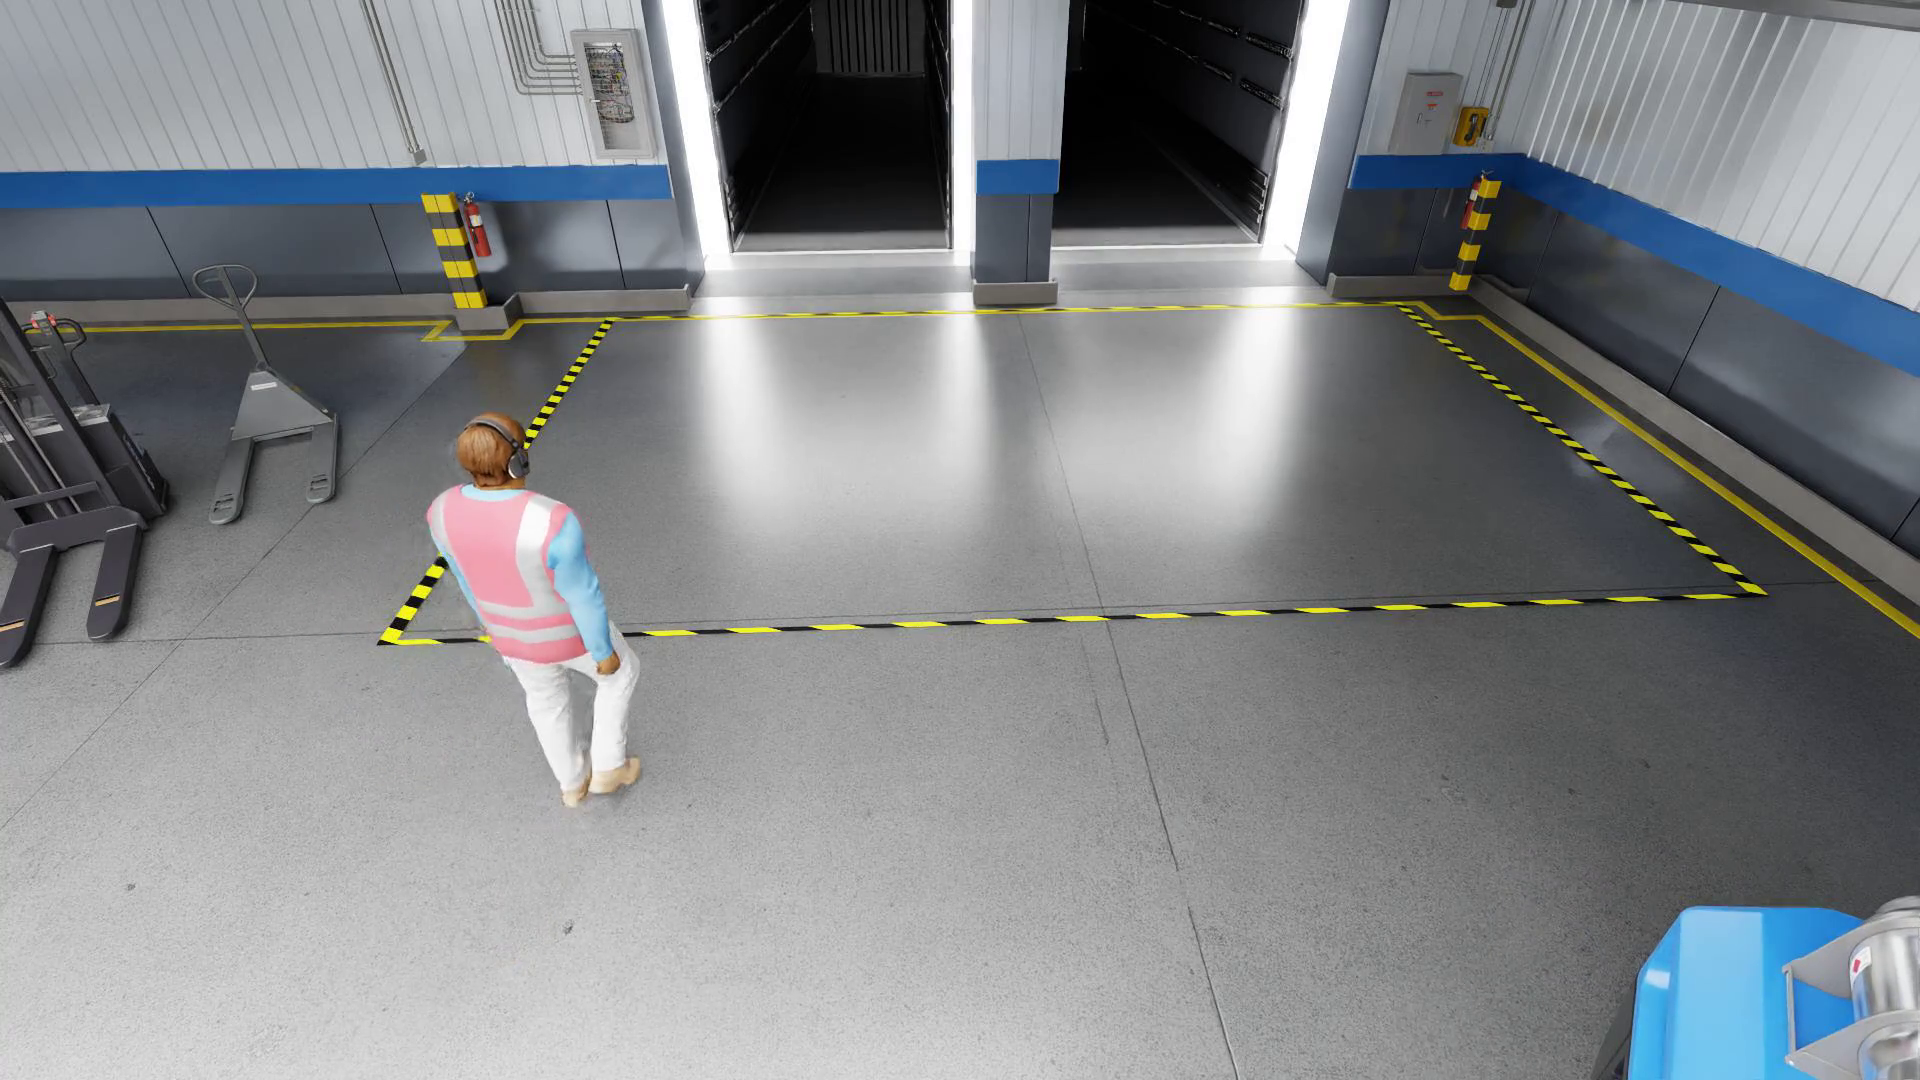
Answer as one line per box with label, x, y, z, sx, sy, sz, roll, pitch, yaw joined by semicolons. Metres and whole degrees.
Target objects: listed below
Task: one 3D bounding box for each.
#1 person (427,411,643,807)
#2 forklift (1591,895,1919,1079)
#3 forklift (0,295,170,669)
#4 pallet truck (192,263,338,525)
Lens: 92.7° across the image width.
person;-1.623;0.338;3.644;0.643;1.830;0.445;9;36;12
forklift;2.922;1.467;1.572;2.680;2.036;1.157;22;40;28
forklift;-5.212;-0.618;4.878;0.823;1.965;1.885;-20;39;-26
pallet truck;-4.778;-1.027;6.128;0.680;1.201;1.601;-17;38;-23
